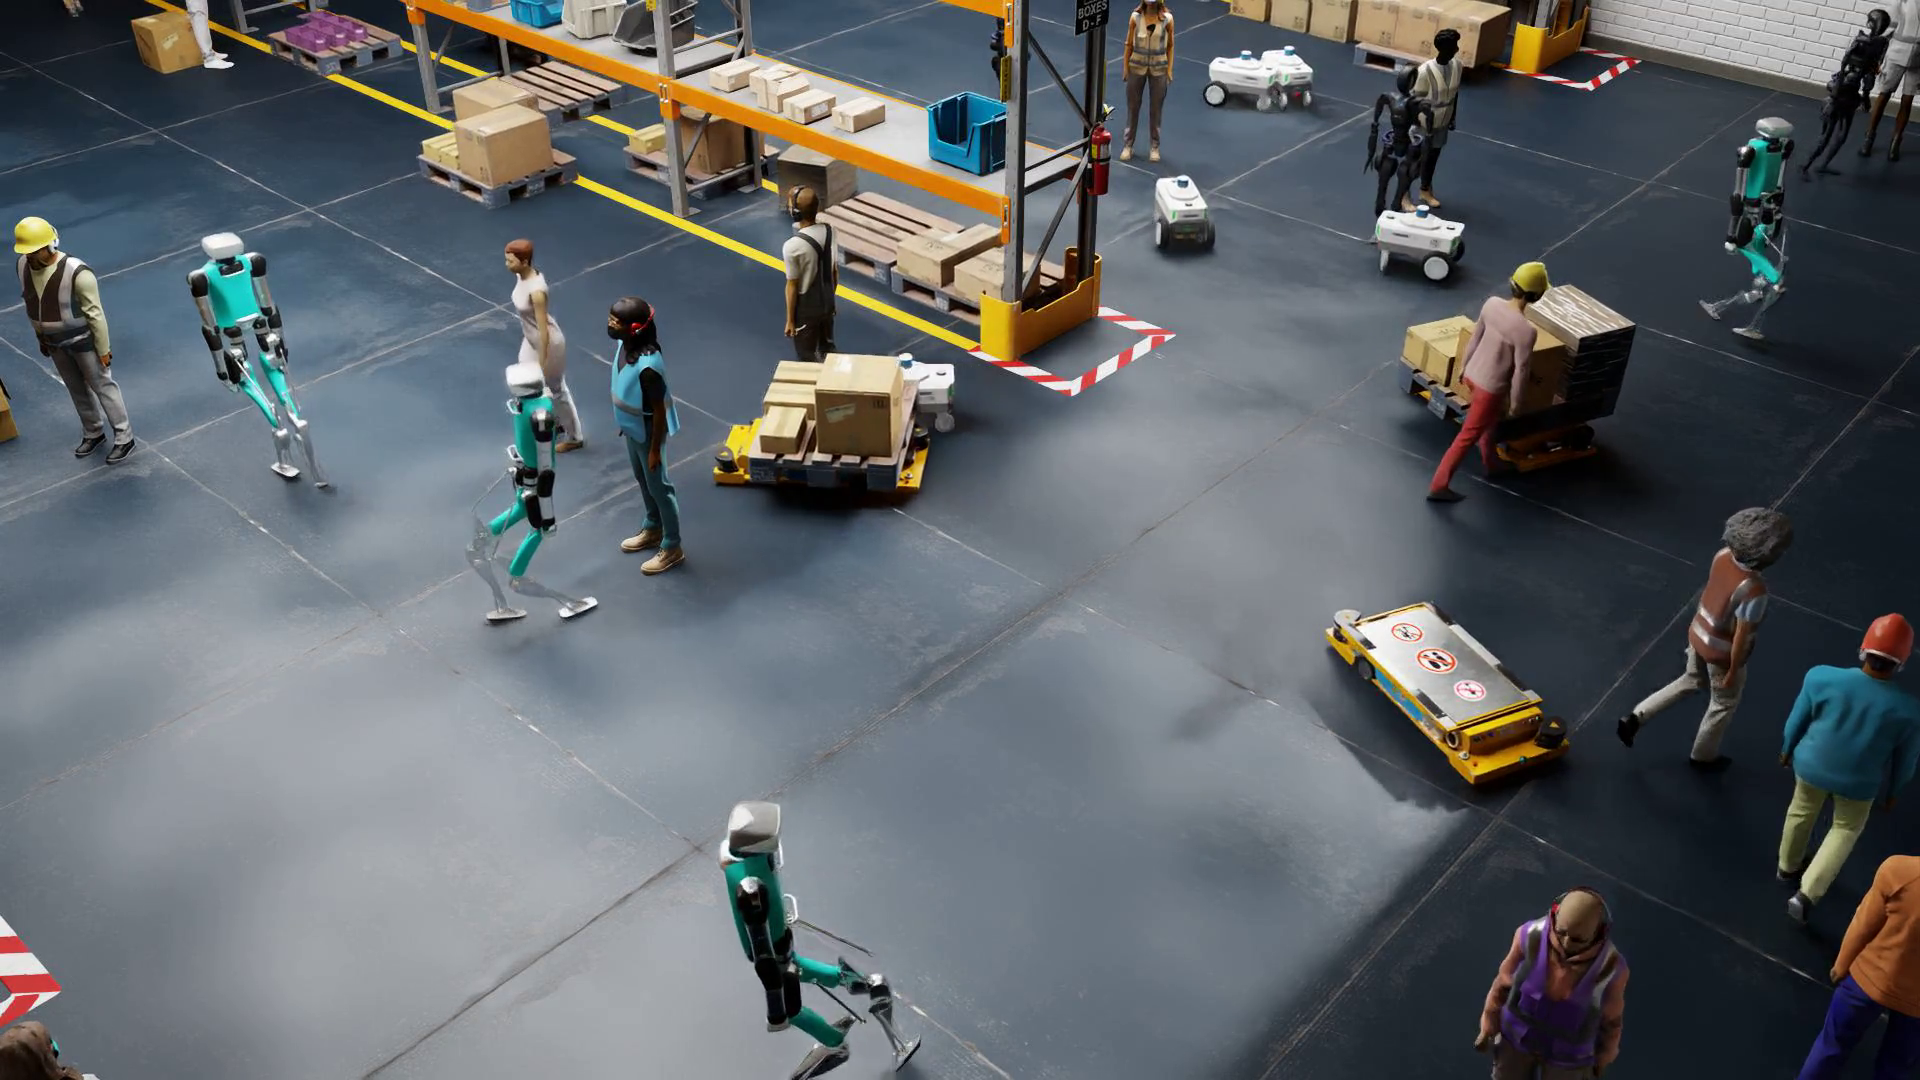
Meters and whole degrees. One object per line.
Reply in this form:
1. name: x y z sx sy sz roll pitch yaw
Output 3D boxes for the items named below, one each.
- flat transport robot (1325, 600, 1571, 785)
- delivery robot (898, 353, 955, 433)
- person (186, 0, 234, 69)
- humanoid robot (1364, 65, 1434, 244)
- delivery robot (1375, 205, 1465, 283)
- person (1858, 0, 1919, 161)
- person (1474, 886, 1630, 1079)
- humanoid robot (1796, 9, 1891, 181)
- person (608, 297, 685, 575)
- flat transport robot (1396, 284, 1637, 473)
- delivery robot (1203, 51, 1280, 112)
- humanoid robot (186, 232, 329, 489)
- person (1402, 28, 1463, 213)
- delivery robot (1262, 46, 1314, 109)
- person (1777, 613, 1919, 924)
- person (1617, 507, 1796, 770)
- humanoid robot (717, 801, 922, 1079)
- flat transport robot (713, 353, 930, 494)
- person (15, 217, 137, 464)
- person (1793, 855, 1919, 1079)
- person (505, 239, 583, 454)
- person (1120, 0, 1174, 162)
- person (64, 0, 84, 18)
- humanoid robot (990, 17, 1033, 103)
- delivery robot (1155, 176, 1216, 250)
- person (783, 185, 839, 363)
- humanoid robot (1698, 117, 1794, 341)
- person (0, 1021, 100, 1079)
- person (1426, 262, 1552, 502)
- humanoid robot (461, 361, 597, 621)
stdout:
1. flat transport robot: 2.793 0.825 9.616 0.659 0.231 1.431 -14 37 -19
2. delivery robot: -0.402 -1.074 12.110 0.793 0.590 0.499 -1 35 -1
3. person: -8.437 -6.181 18.325 0.408 1.910 0.635 -17 38 -23
4. humanoid robot: 3.802 -3.307 14.370 0.603 1.640 0.385 21 40 27
5. delivery robot: 3.961 -2.563 14.281 0.777 0.605 0.525 16 38 21
6. person: 9.147 -4.636 16.076 0.547 1.924 0.385 14 37 19
7. person: 2.342 2.018 6.645 0.519 1.675 0.381 22 40 28
8. humanoid robot: 8.334 -4.190 15.645 0.589 1.637 0.396 -18 38 -24
9. person: -1.963 -0.660 10.361 0.389 1.866 0.526 -20 39 -26
10. flat transport robot: 3.940 -0.969 12.215 0.659 0.231 1.431 -14 37 -19
11. delivery robot: 2.999 -4.889 17.614 0.745 0.565 0.499 14 37 20
12. humanoid robot: -4.622 -1.093 11.192 0.783 1.896 0.545 24 41 31
13. person: 4.271 -3.796 15.056 0.534 1.692 0.319 -17 38 -23
14. delivery robot: 3.476 -4.964 17.762 0.499 0.608 0.799 -8 35 -11
15. person: 4.206 1.088 7.946 0.577 1.729 0.649 24 41 30
16. person: 3.954 0.549 8.776 0.583 1.665 0.453 -6 35 -9
17. humanoid robot: -0.494 1.759 6.983 0.954 1.767 0.537 -6 35 -9
18. flat transport robot: -0.960 -0.606 11.688 1.431 0.231 0.659 4 35 5
19. person: -6.112 -1.379 11.444 0.589 1.825 0.403 10 36 14
20. person: 3.824 1.784 6.733 0.516 1.973 0.402 18 39 24
21. person: -2.904 -1.335 11.517 0.432 1.644 0.500 -16 38 -22
22. person: 1.812 -4.513 16.019 0.481 1.775 0.325 5 35 7
23. person: -10.758 -7.137 19.861 0.588 1.720 0.790 -25 42 -32
24. humanoid robot: 0.485 -4.919 16.702 0.365 1.648 0.598 16 38 22
25. delivery robot: 1.973 -2.933 14.816 0.499 0.603 0.794 -4 35 -5
26. person: -1.049 -1.637 11.808 0.344 1.839 0.499 23 41 29
27. humanoid robot: 6.298 -2.343 12.942 0.535 1.762 0.997 -16 38 -22
28. person: -3.226 2.375 6.140 0.495 1.660 0.337 -12 36 -17
29. person: 3.572 -1.045 11.053 0.836 1.714 0.533 -10 36 -13
30. humanoid robot: -2.680 -0.193 9.820 0.882 1.775 0.563 -15 38 -21
